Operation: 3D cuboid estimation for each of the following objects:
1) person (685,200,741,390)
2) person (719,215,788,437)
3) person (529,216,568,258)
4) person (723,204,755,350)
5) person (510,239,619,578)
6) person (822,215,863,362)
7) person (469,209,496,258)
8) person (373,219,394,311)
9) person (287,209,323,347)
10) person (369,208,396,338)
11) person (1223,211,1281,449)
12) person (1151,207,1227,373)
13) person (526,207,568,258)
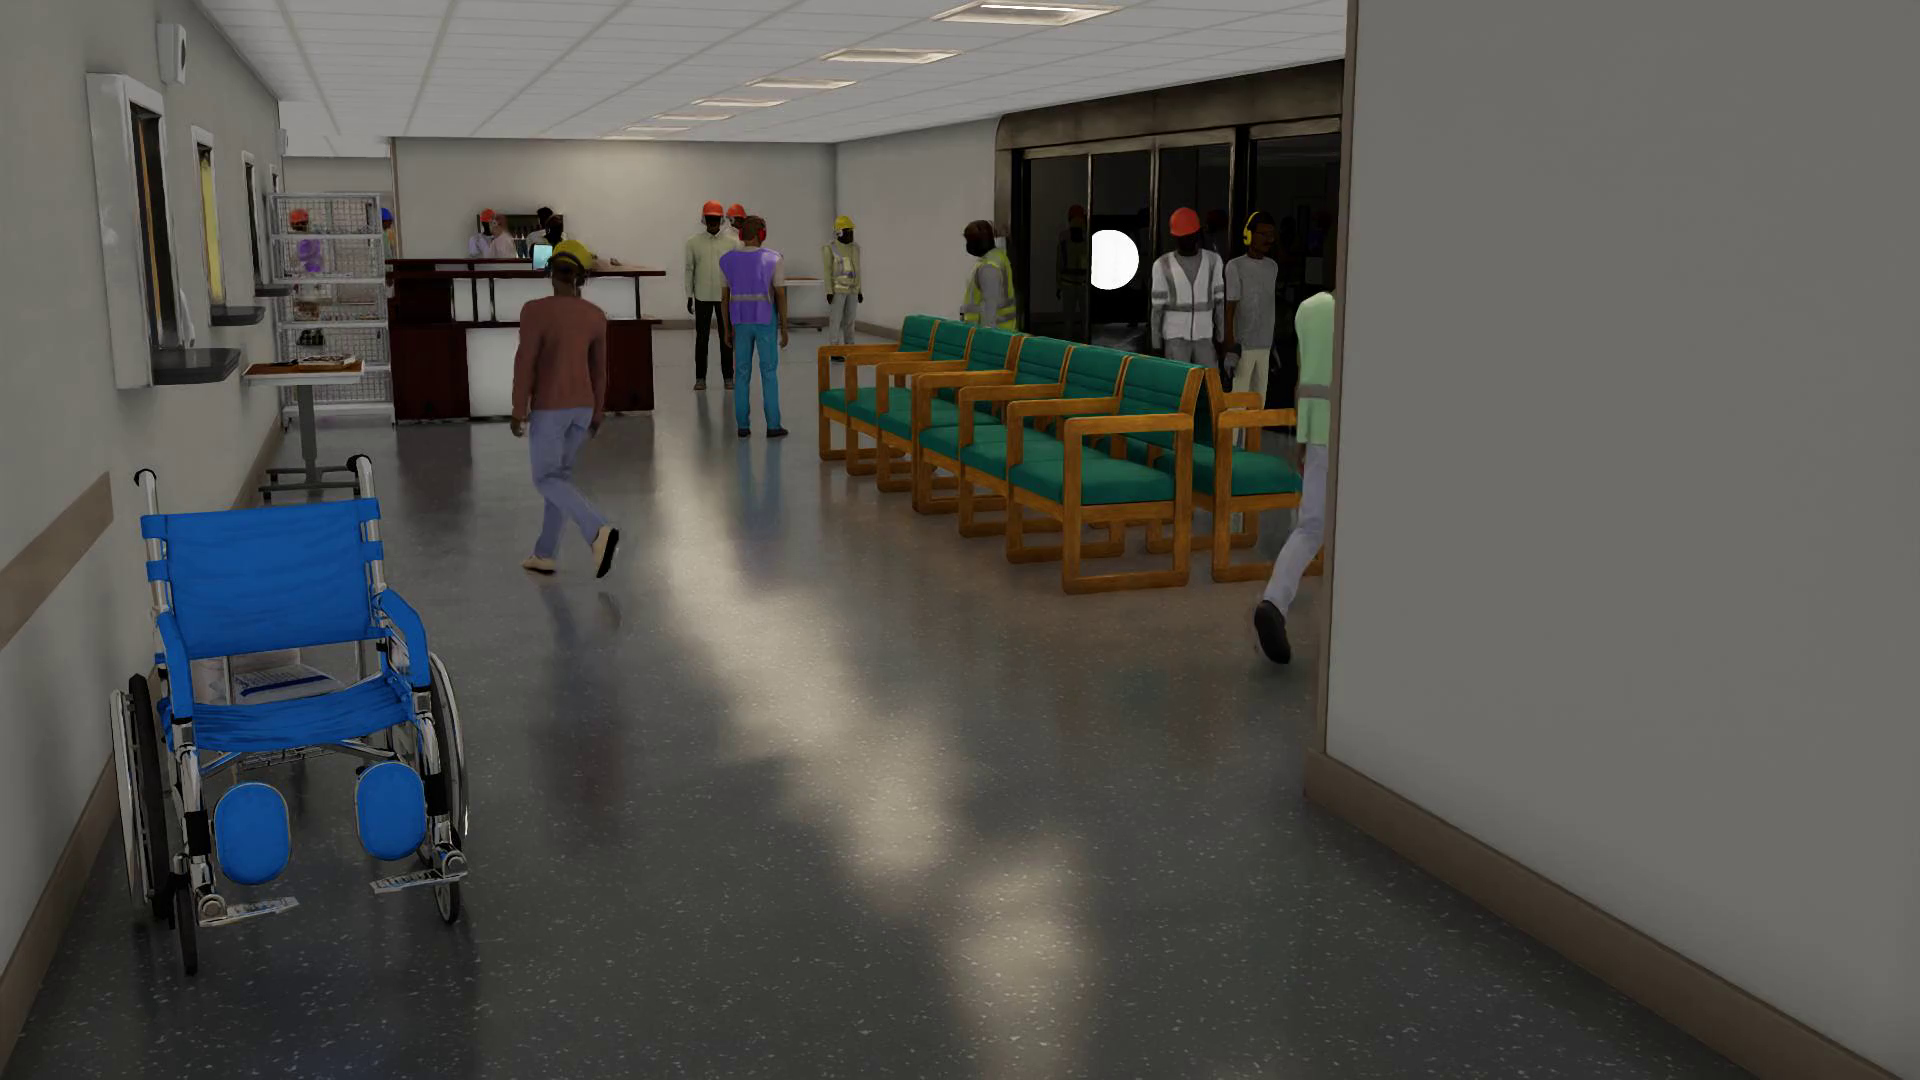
[{"bbox_3d":[-2.610,-2.589,17.640,0.608,1.997,0.374,-2,11,-9],"label":"person"},{"bbox_3d":[-1.710,-1.763,13.814,0.563,1.837,0.389,2,11,9],"label":"person"},{"bbox_3d":[-4.999,-3.080,20.594,0.430,1.838,0.625,9,14,40],"label":"person"},{"bbox_3d":[-3.070,-3.611,22.889,0.381,1.994,0.617,4,12,19],"label":"person"},{"bbox_3d":[-1.968,-0.656,8.434,0.703,1.715,0.562,8,13,34],"label":"person"},{"bbox_3d":[-1.464,-3.185,21.114,0.404,1.837,0.594,11,15,44],"label":"person"},{"bbox_3d":[-6.536,-3.639,23.215,0.549,1.929,0.384,-6,13,-30],"label":"person"},{"bbox_3d":[-11.221,-5.381,32.210,0.502,1.902,0.580,0,11,-2],"label":"person"},{"bbox_3d":[-9.279,-3.665,23.340,0.602,1.922,0.580,-2,11,-10],"label":"person"},{"bbox_3d":[-8.638,-3.990,24.952,0.400,1.949,0.605,-7,13,-31],"label":"person"},{"bbox_3d":[2.008,-1.300,11.368,0.537,1.866,0.314,-10,15,-40],"label":"person"},{"bbox_3d":[1.727,-1.569,12.660,0.585,1.910,0.686,-1,11,-4],"label":"person"},{"bbox_3d":[-5.975,-3.846,24.171,0.605,1.966,0.367,-5,12,-24],"label":"person"}]
